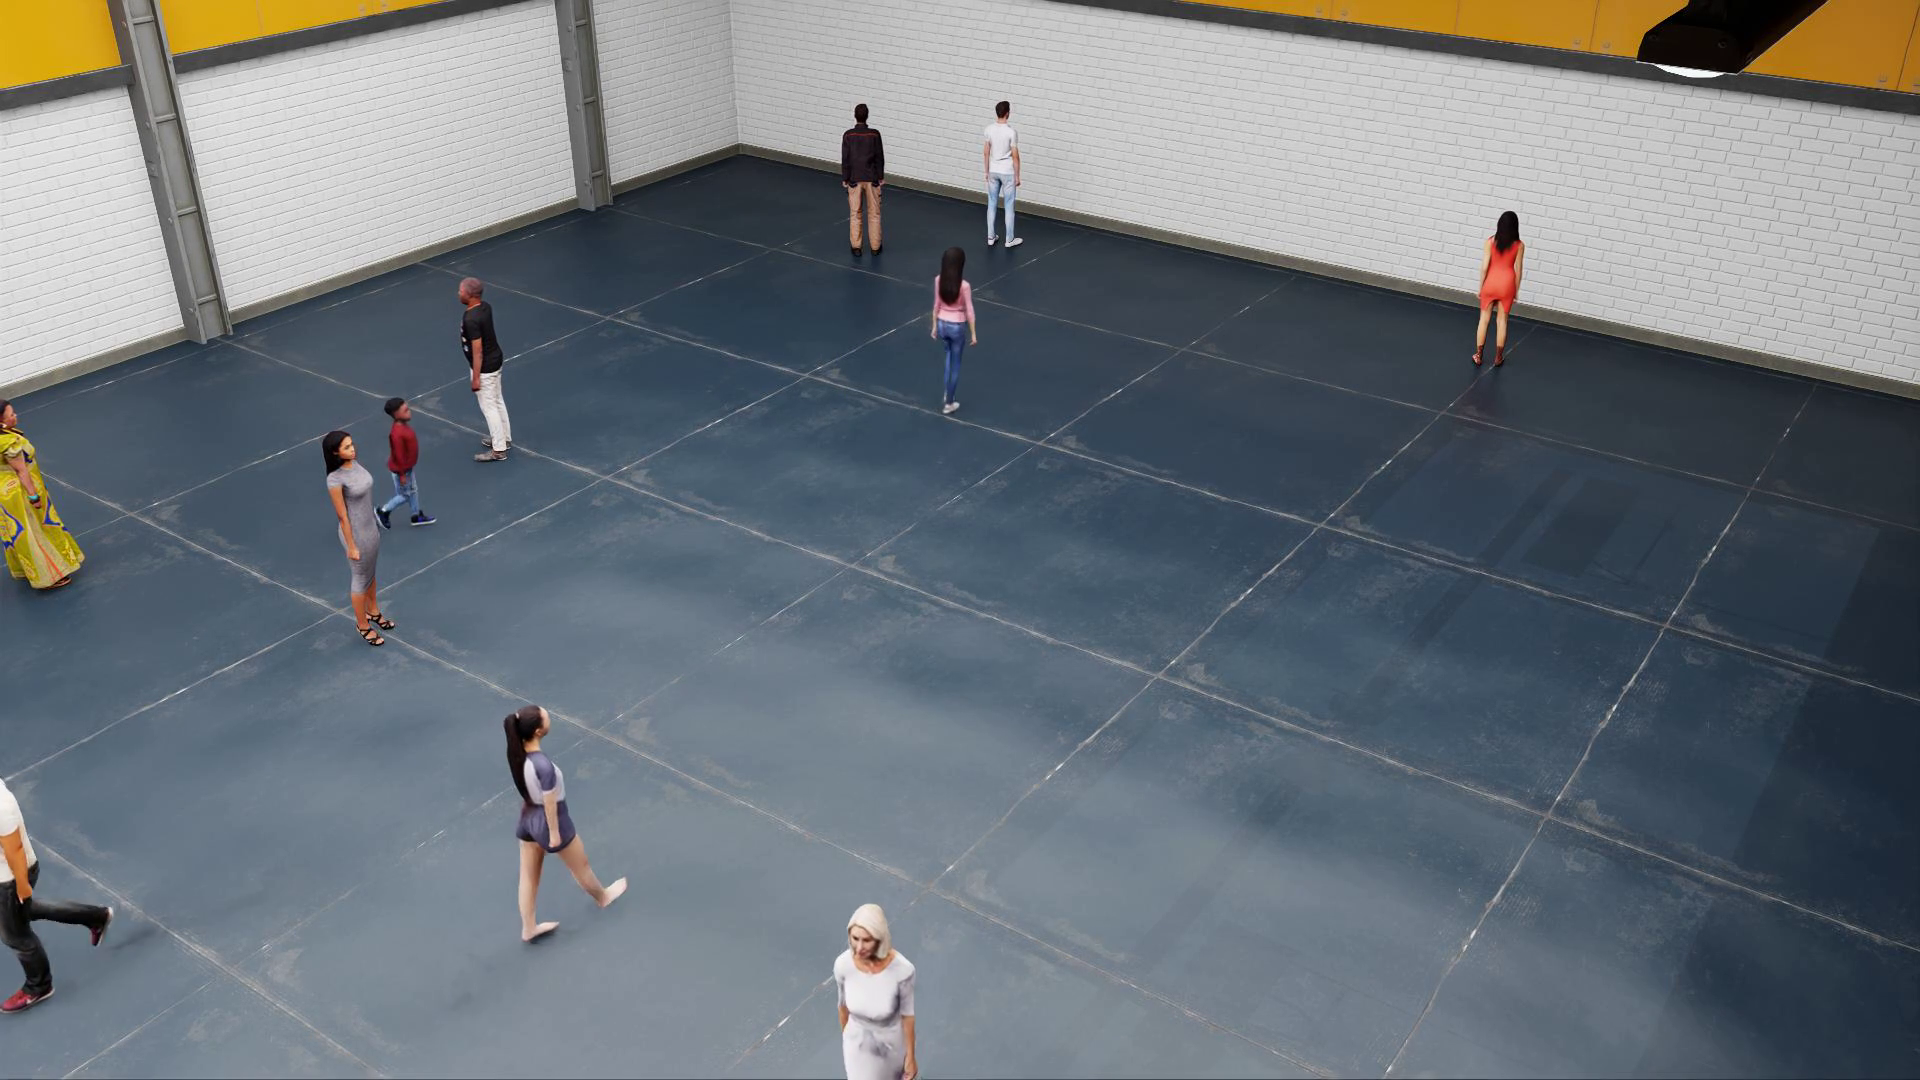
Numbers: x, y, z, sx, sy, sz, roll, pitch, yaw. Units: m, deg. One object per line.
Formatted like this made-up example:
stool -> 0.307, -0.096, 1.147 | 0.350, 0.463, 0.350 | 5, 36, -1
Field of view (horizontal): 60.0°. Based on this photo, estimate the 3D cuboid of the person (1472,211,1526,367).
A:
person -> 5.765, -2.690, 17.808 | 0.657, 1.718, 0.639 | 8, 30, 14

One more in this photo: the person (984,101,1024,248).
person -> 0.537, -4.700, 21.354 | 0.661, 1.851, 0.561 | 15, 32, 26

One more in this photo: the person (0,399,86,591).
person -> -7.716, -0.393, 13.658 | 0.878, 1.660, 0.800 | 23, 36, 36

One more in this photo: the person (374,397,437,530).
person -> -4.938, -0.651, 14.567 | 0.782, 1.242, 0.743 | -3, 29, -5

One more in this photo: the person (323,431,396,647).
person -> -4.658, -0.029, 12.863 | 0.726, 1.781, 0.614 | 3, 29, 5

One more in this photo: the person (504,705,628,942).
person -> -2.532, 1.719, 9.825 | 0.672, 1.623, 0.956 | 23, 36, 36

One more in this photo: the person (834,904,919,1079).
person -> -0.386, 2.484, 8.311 | 0.850, 1.729, 1.035 | 4, 29, 7

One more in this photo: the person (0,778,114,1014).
person -> -5.319, 1.830, 9.448 | 1.014, 1.788, 0.783 | -24, 37, -37

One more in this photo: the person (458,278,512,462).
person -> -4.497, -1.631, 15.775 | 0.825, 1.805, 0.729 | 1, 29, 2

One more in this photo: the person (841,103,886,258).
person -> -1.221, -4.543, 20.989 | 0.794, 1.925, 0.836 | -3, 29, -5

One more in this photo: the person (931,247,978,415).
person -> -0.125, -2.080, 16.676 | 0.624, 1.731, 0.633 | 15, 32, 25
